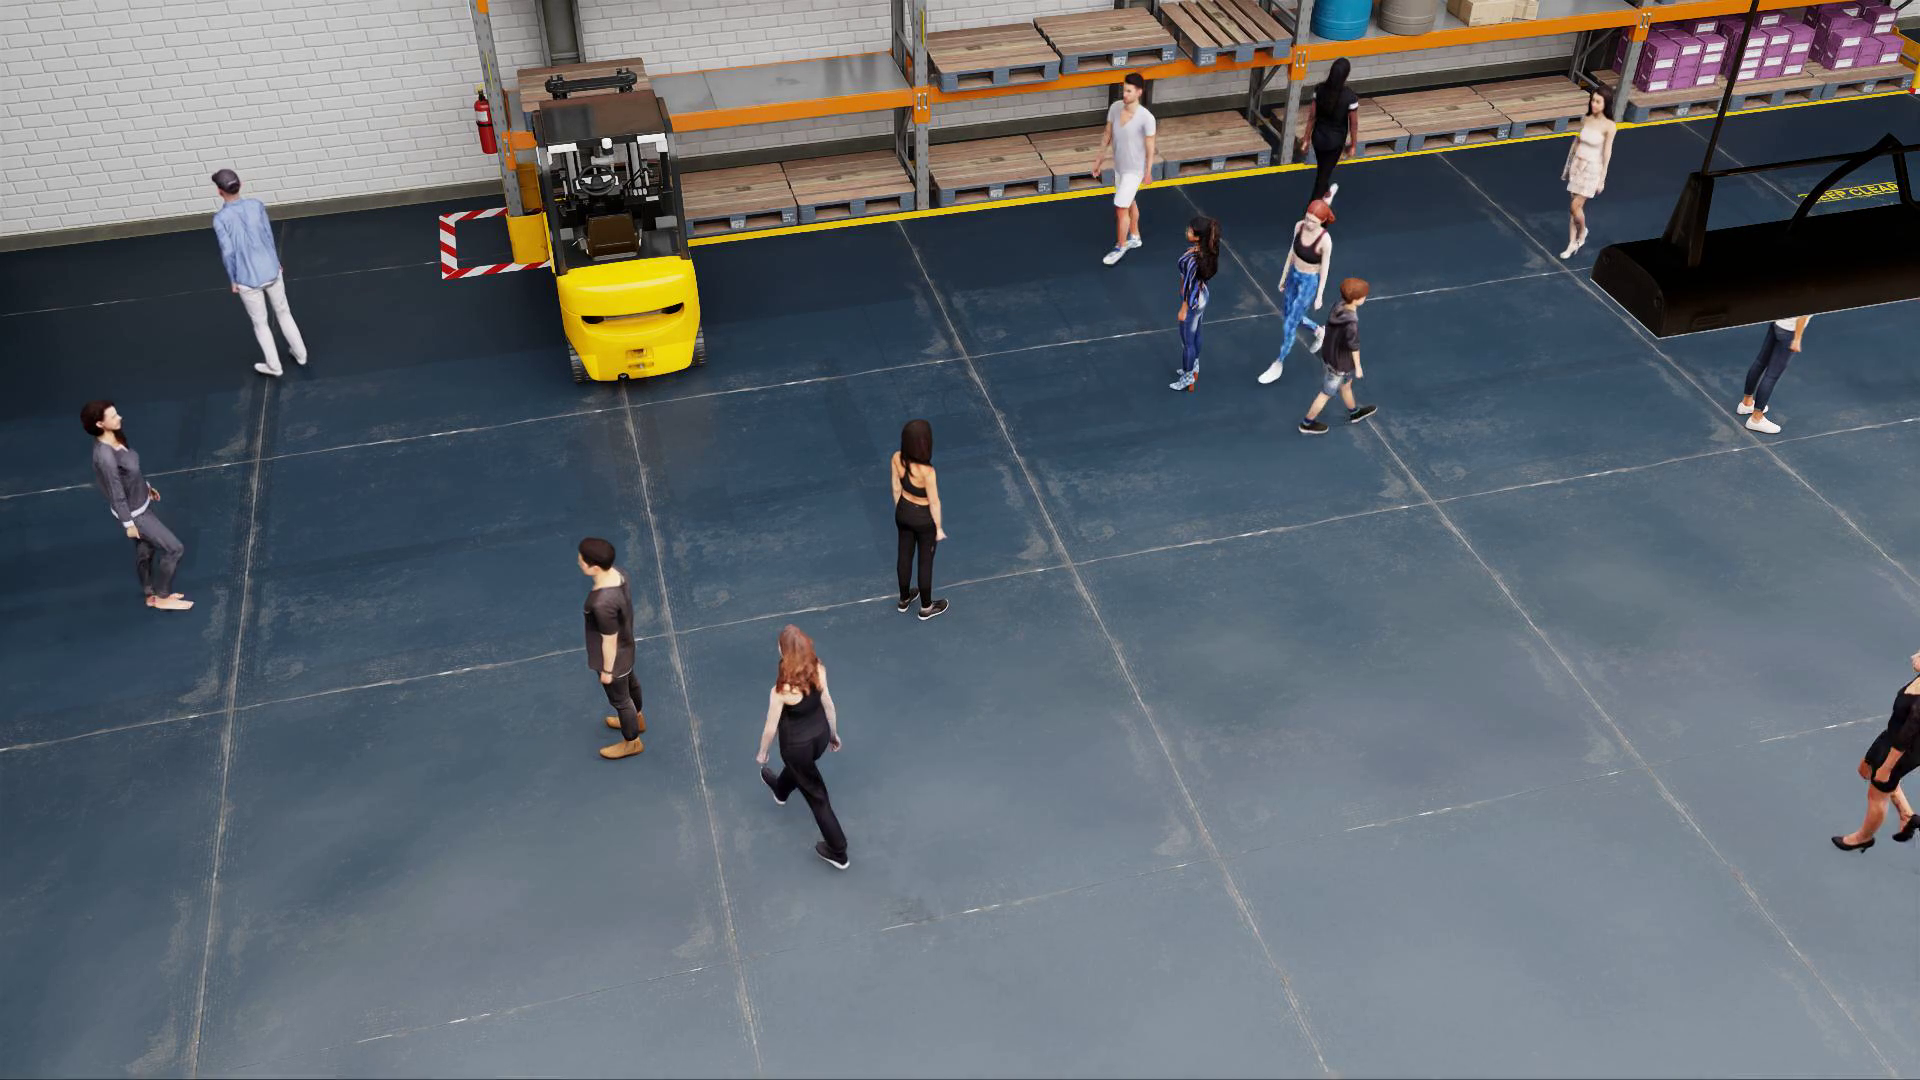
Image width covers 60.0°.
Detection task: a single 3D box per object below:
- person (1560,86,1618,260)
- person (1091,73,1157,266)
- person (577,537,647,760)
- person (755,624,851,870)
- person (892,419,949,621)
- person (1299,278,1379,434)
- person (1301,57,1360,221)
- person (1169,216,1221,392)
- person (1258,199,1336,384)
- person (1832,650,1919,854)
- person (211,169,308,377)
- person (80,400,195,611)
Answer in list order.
[{"bbox_3d":[5.982,-3.468,15.719,0.691,1.725,0.659,-18,42,-21],"label":"person"},{"bbox_3d":[1.677,-3.569,15.761,0.963,1.831,0.852,-25,45,-28],"label":"person"},{"bbox_3d":[-2.196,0.665,10.551,0.639,1.716,0.674,0,39,0],"label":"person"},{"bbox_3d":[-0.845,1.268,9.812,1.059,1.697,1.131,30,48,32],"label":"person"},{"bbox_3d":[-0.310,-0.146,11.626,0.624,1.643,0.666,24,45,27],"label":"person"},{"bbox_3d":[3.004,-1.460,13.452,0.933,1.417,0.626,-5,39,-6],"label":"person"},{"bbox_3d":[3.546,-3.816,16.178,1.049,1.697,1.173,25,45,28],"label":"person"},{"bbox_3d":[1.955,-1.990,13.963,0.739,1.607,0.699,15,41,18],"label":"person"},{"bbox_3d":[2.950,-2.120,14.014,1.086,1.757,0.808,-17,42,-20],"label":"person"},{"bbox_3d":[5.625,1.280,9.821,0.849,1.667,0.787,18,42,21],"label":"person"},{"bbox_3d":[-5.961,-2.268,14.087,0.803,1.887,0.710,27,46,29],"label":"person"},{"bbox_3d":[-5.857,-0.203,11.608,0.671,1.754,0.669,-17,42,-20],"label":"person"}]
